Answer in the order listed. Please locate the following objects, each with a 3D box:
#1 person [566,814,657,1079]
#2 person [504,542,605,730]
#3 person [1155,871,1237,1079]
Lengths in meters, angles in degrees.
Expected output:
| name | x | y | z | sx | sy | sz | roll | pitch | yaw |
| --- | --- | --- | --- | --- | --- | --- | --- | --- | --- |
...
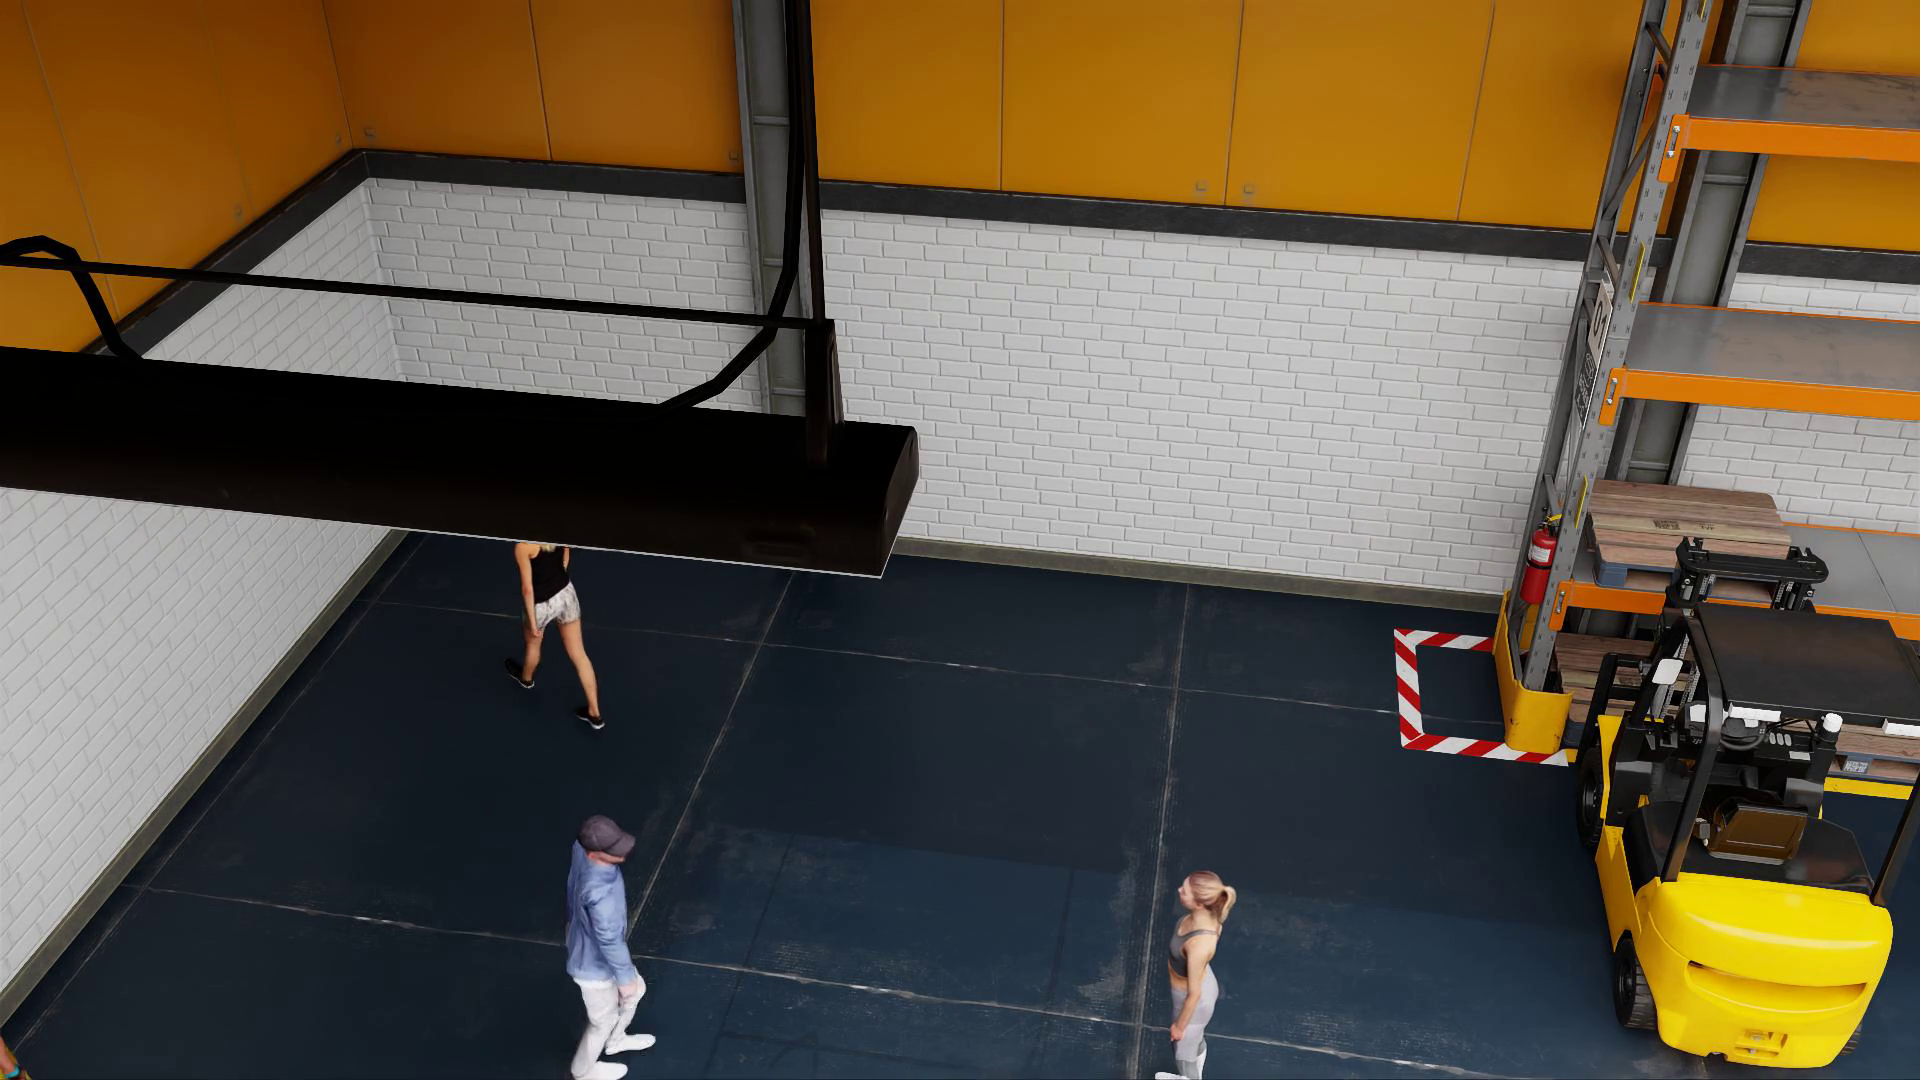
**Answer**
| name | x | y | z | sx | sy | sz | roll | pitch | yaw |
| --- | --- | --- | --- | --- | --- | --- | --- | --- | --- |
| person | -1.885 | 2.077 | 8.377 | 0.865 | 1.851 | 0.800 | -12 | 36 | -18 |
| person | -2.606 | 0.456 | 10.869 | 1.229 | 1.792 | 1.010 | 27 | 42 | 34 |
| person | 1.151 | 2.268 | 8.221 | 0.559 | 1.705 | 0.591 | 9 | 35 | 14 |
